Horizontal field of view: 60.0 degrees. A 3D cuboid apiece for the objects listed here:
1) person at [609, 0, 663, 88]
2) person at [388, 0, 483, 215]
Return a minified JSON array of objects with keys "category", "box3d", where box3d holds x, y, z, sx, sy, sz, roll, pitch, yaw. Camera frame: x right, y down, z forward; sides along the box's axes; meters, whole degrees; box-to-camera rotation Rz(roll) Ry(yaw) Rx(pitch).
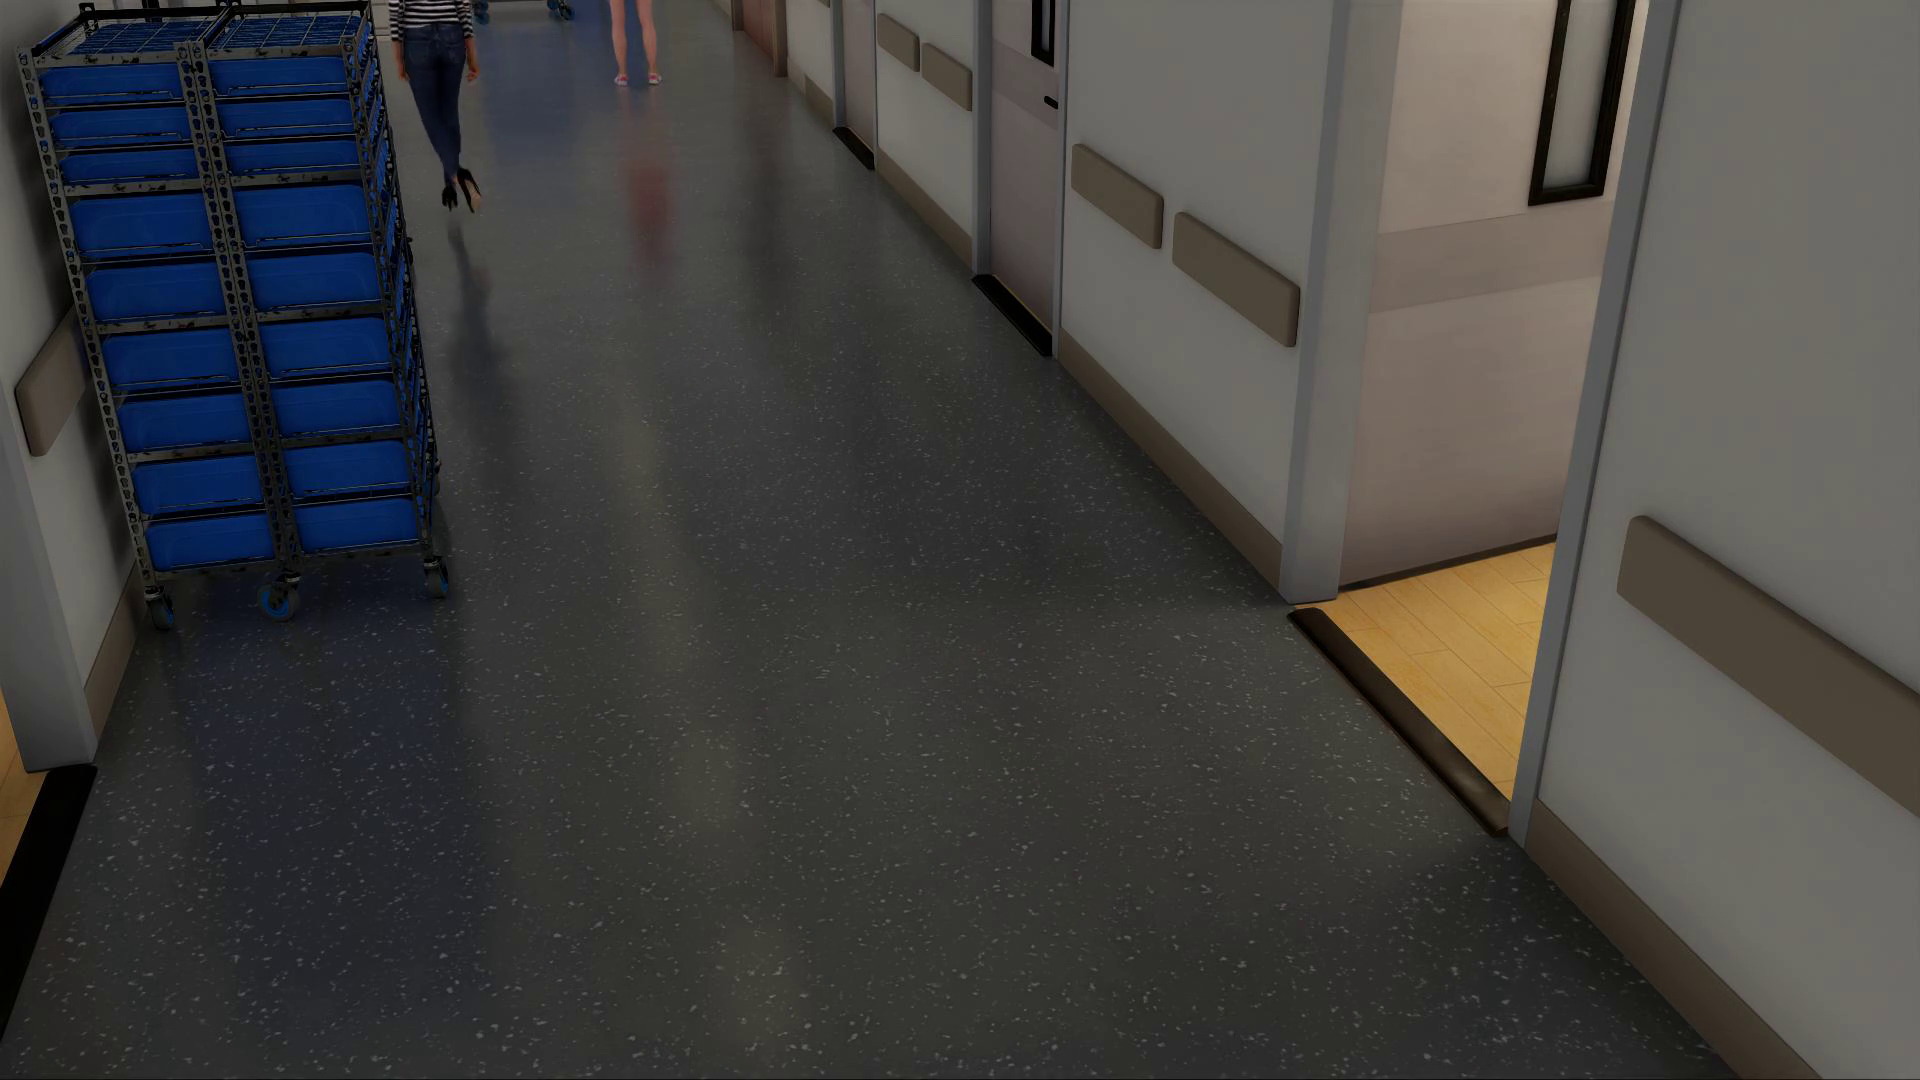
[{"category":"person","box3d":[-2.570,-4.413,12.807,0.561,1.751,0.523,-6,26,-11]},{"category":"person","box3d":[-2.798,-2.559,8.927,0.777,1.764,1.155,-14,29,-27]}]
